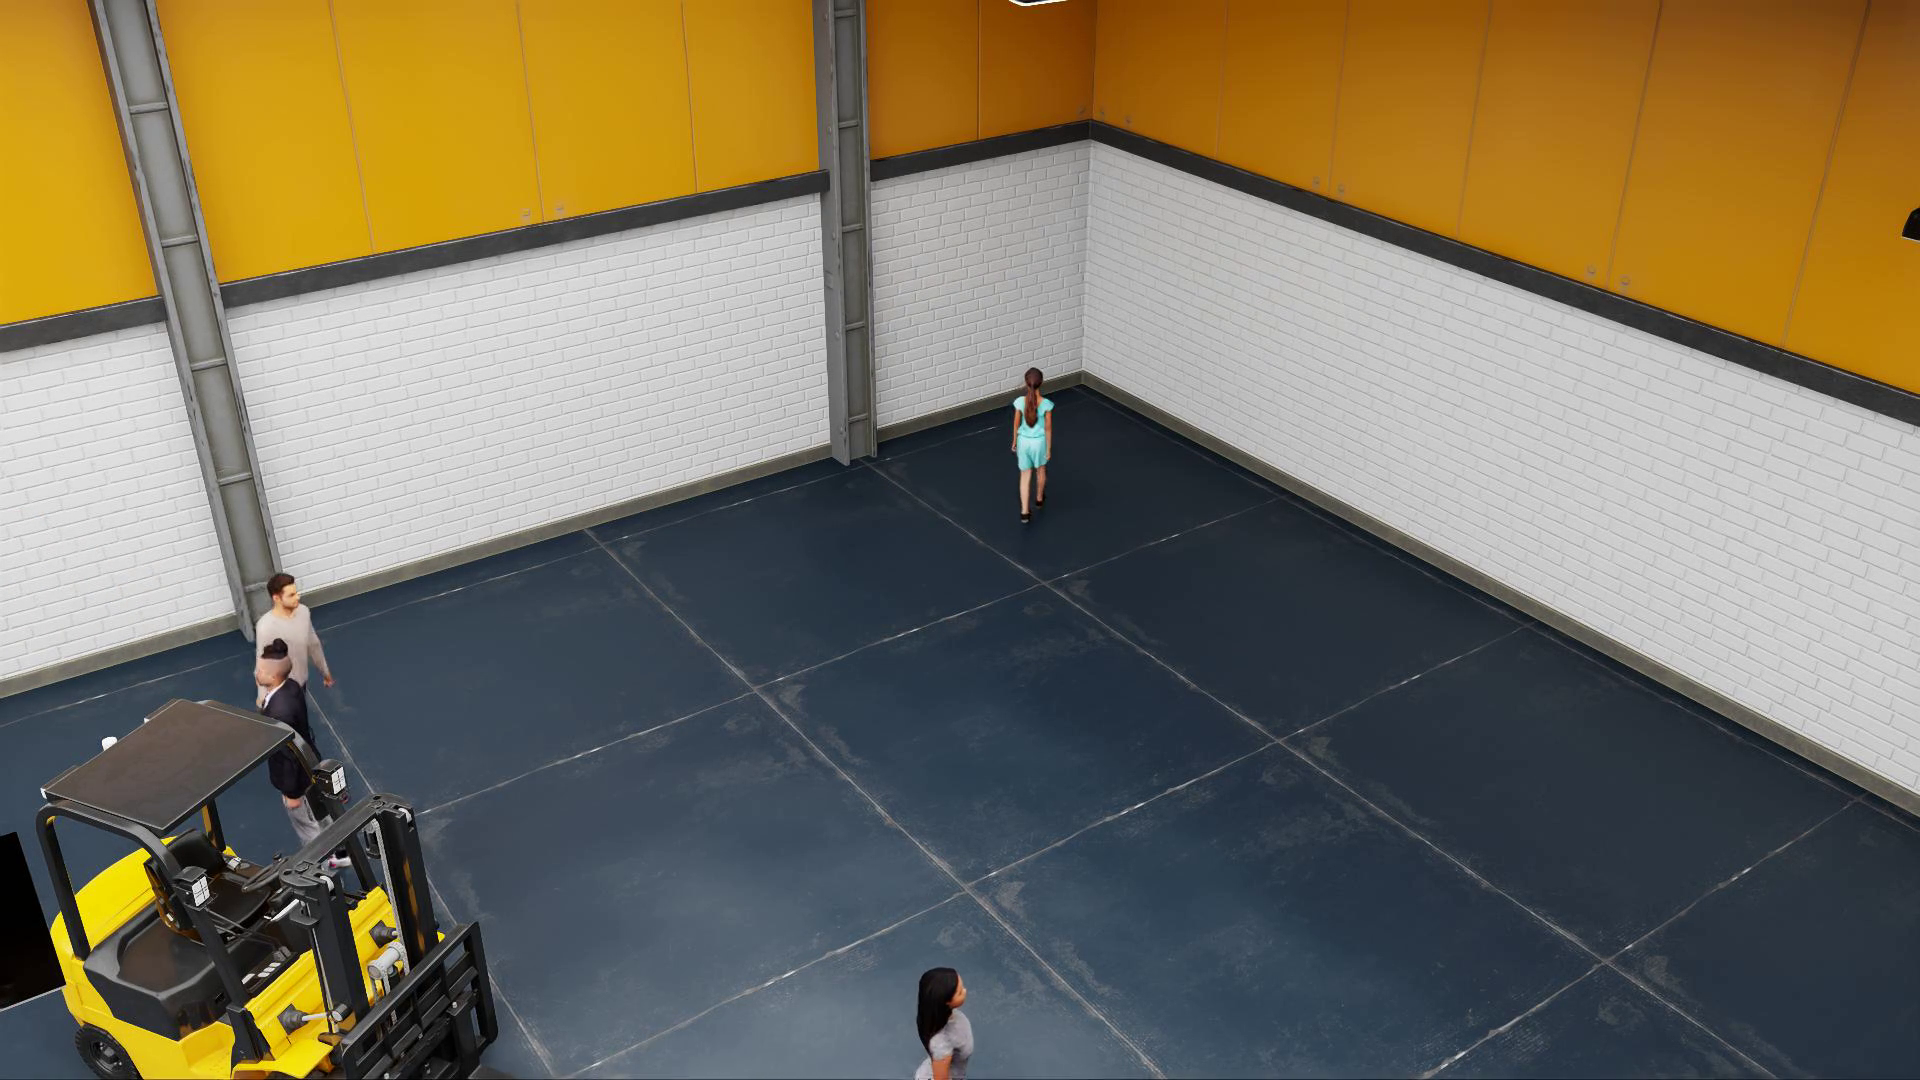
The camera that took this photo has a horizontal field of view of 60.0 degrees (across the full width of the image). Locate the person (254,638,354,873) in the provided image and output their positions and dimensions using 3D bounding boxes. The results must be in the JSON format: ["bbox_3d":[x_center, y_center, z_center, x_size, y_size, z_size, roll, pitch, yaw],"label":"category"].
[{"bbox_3d":[-4.398,1.500,11.073,0.802,1.955,0.803,-9,30,-16],"label":"person"}]

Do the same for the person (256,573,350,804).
[{"bbox_3d":[-4.939,1.049,12.027,1.022,1.833,0.988,9,30,16],"label":"person"}]

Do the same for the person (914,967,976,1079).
[{"bbox_3d":[-0.188,2.942,8.651,1.158,1.743,0.874,-7,29,-12],"label":"person"}]

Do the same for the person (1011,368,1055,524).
[{"bbox_3d":[0.676,-0.889,15.888,0.914,1.538,0.978,5,29,9],"label":"person"}]
